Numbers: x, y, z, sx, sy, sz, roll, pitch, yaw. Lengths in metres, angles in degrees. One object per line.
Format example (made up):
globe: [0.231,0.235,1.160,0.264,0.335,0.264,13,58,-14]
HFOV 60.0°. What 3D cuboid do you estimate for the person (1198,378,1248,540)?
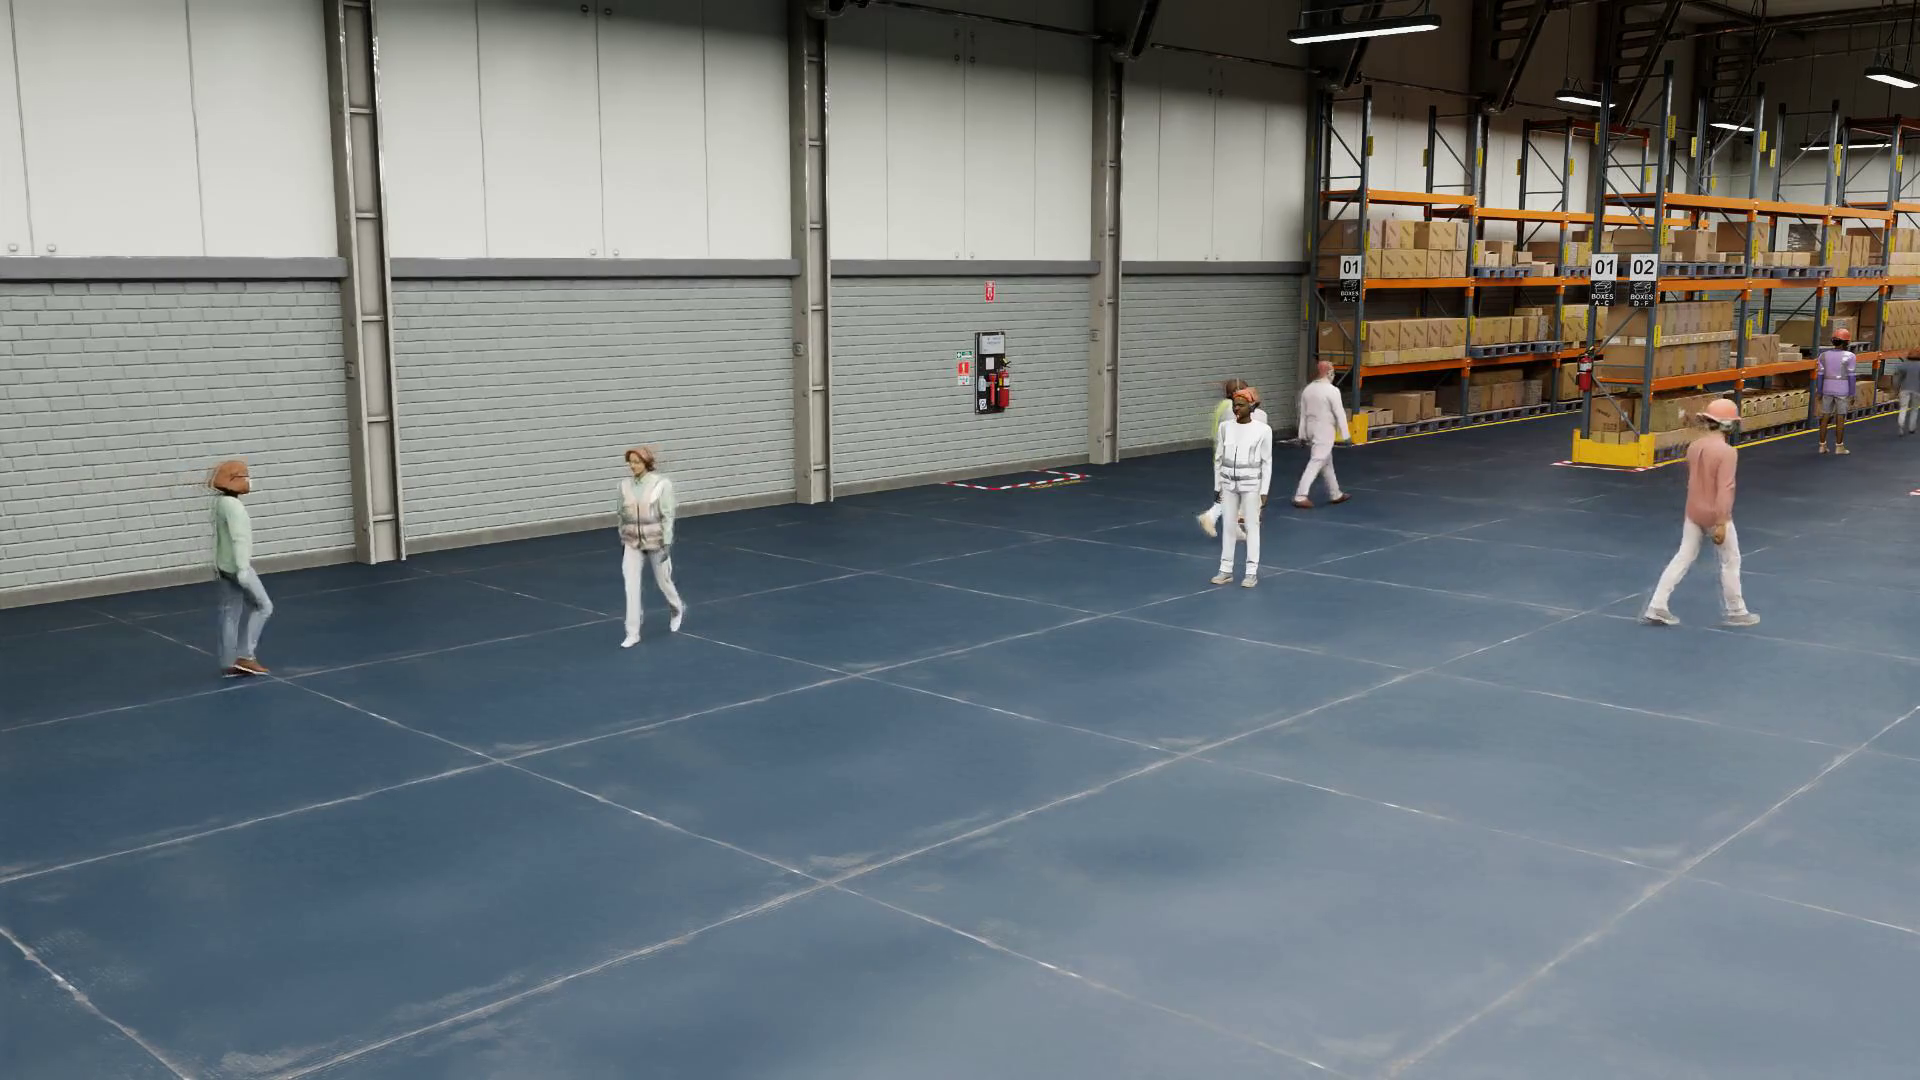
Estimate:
person: [2.975,-0.883,18.394,0.535,1.822,0.642,0,9,1]

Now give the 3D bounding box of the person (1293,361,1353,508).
person: [4.615,-1.332,21.056,1.011,1.852,0.644,-4,10,-22]

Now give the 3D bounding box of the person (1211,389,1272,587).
person: [2.677,-0.493,15.842,0.574,1.883,0.355,6,11,33]

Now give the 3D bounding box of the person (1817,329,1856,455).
person: [14.182,-2.390,26.909,0.377,2.045,0.605,-7,12,-36]

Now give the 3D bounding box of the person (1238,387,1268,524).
person: [3.420,-0.997,19.709,0.506,1.623,0.289,-5,11,-30]

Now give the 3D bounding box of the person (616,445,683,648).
person: [-2.527,0.021,13.500,0.513,1.614,0.742,2,10,13]

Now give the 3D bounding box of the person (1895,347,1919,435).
person: [17.159,-2.682,30.011,0.503,1.614,0.673,7,11,36]

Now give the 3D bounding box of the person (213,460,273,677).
person: [-5.291,0.212,12.309,0.425,1.618,0.522,-7,12,-36]

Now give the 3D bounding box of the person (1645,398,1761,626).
person: [6.284,-0.224,14.016,1.009,1.951,0.630,-2,10,-12]
